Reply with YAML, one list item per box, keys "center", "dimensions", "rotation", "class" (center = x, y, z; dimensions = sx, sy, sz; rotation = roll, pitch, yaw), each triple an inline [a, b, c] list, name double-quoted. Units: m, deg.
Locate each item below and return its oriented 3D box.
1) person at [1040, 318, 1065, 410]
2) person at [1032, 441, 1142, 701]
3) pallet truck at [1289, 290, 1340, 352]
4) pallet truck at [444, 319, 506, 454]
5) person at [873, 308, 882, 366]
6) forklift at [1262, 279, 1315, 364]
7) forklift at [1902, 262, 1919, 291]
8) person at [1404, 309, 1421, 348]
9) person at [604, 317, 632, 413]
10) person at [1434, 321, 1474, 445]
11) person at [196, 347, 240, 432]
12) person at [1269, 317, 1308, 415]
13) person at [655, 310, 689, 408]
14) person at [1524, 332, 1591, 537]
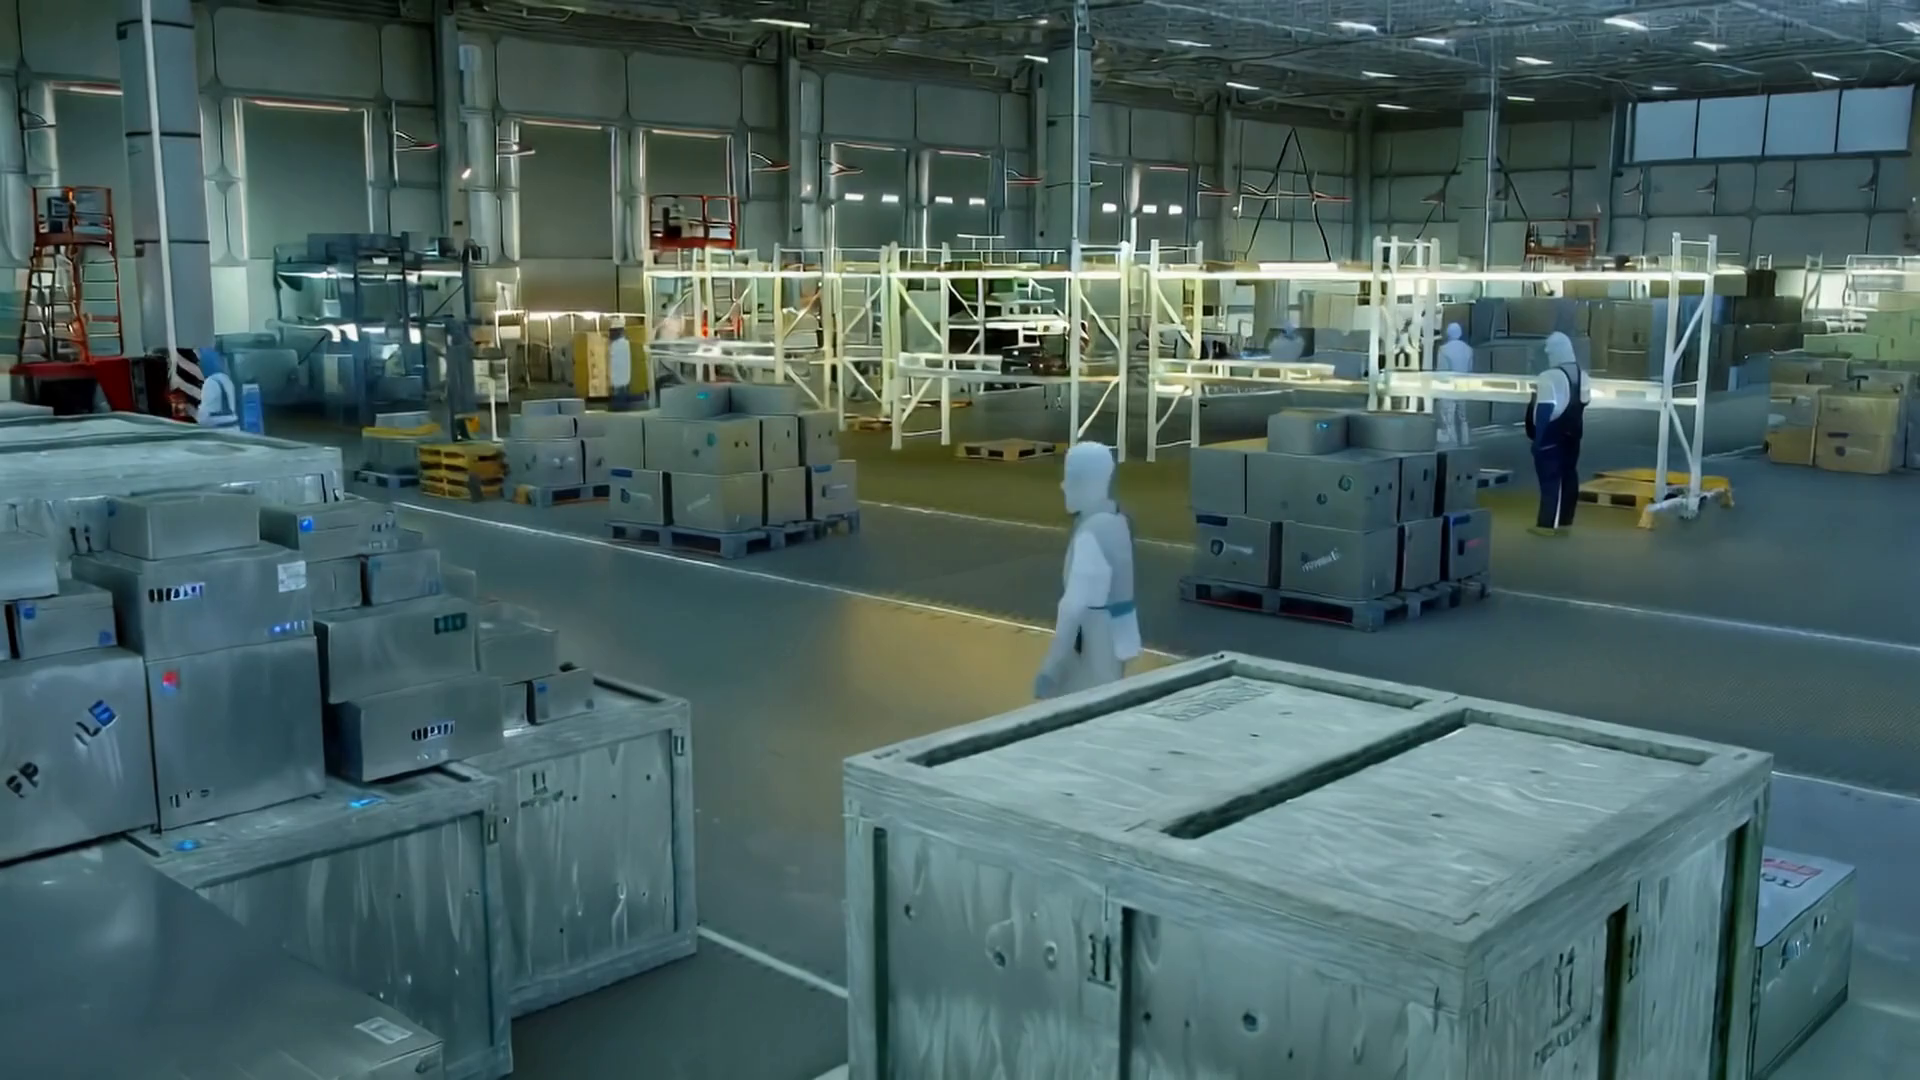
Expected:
- center: [1.753, -3.315, 31.376]
  dimensions: [0.487, 1.737, 0.322]
  rotation: [-3, 10, -19]
  class: "person"
- center: [0.473, 0.510, 7.426]
  dimensions: [0.671, 1.899, 0.604]
  rotation: [2, 9, 10]
  class: "person"
- center: [11.297, -6.951, 52.861]
  dimensions: [1.885, 1.965, 0.823]
  rotation: [-5, 11, -29]
  class: "pallet truck"
- center: [-6.981, -1.942, 22.150]
  dimensions: [1.885, 1.965, 0.823]
  rotation: [1, 9, 9]
  class: "pallet truck"
- center: [-2.153, -5.380, 44.368]
  dimensions: [0.313, 1.632, 0.520]
  rotation: [-1, 9, -9]
  class: "person"
- center: [8.555, -6.090, 44.881]
  dimensions: [1.873, 2.768, 1.129]
  rotation: [9, 13, 43]
  class: "forklift"
- center: [22.655, -5.227, 39.591]
  dimensions: [1.873, 2.768, 1.129]
  rotation: [9, 13, 43]
  class: "forklift"
- center: [11.867, -5.274, 43.632]
  dimensions: [0.857, 1.657, 0.541]
  rotation: [-3, 10, -19]
  class: "person"
- center: [-5.284, -2.477, 25.684]
  dimensions: [0.416, 1.909, 0.617]
  rotation: [2, 9, 10]
  class: "person"
- center: [6.863, -2.066, 23.141]
  dimensions: [0.623, 1.932, 0.370]
  rotation: [-5, 11, -29]
  class: "person"
- center: [-7.781, -1.063, 17.226]
  dimensions: [0.880, 1.851, 0.599]
  rotation: [-1, 9, -9]
  class: "person"
- center: [5.165, -2.481, 25.746]
  dimensions: [0.630, 1.898, 0.881]
  rotation: [-8, 12, -39]
  class: "person"
- center: [-5.440, -3.391, 31.372]
  dimensions: [0.958, 1.898, 0.543]
  rotation: [2, 10, 14]
  class: "person"
- center: [5.904, -1.055, 16.582]
  dimensions: [0.678, 2.000, 0.536]
  rotation: [-6, 11, -31]
  class: "person"
